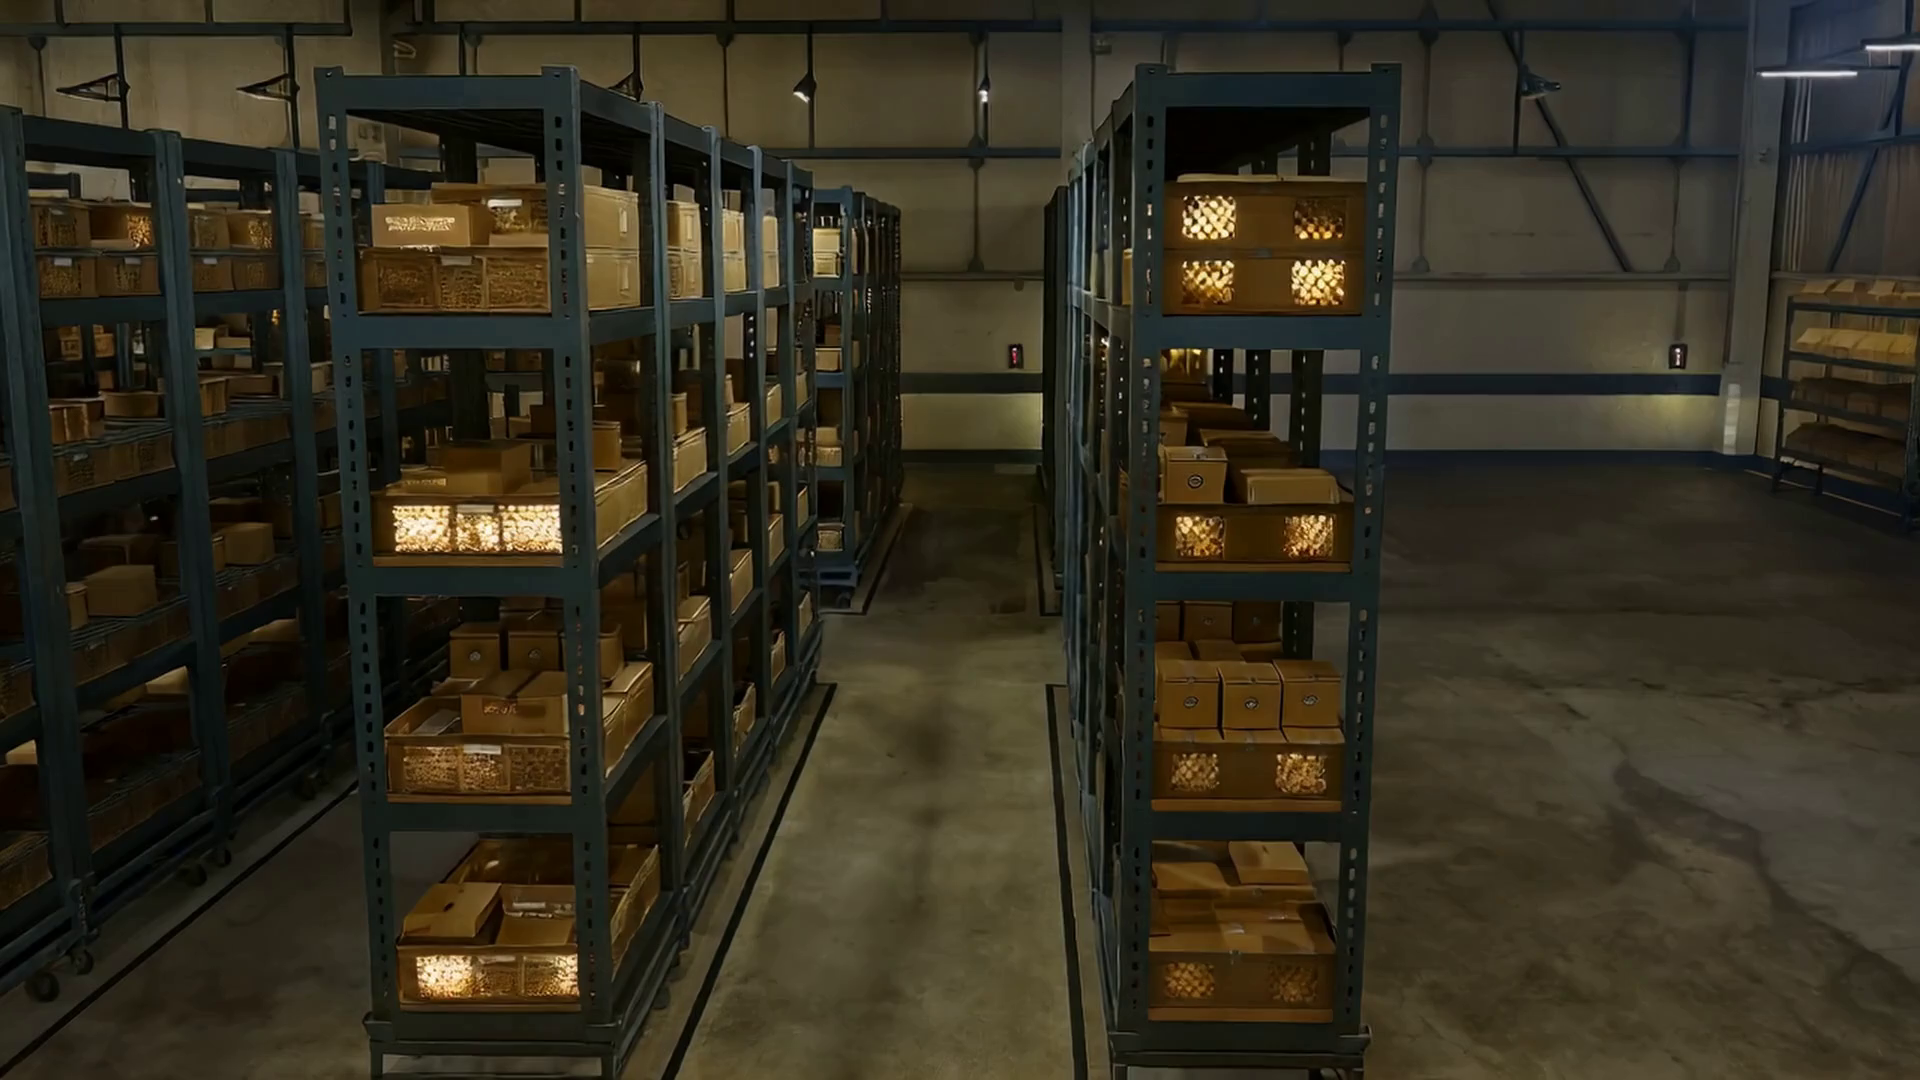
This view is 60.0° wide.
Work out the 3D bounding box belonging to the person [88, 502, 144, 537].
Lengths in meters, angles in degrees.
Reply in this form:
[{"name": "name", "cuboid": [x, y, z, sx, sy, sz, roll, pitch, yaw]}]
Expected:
[{"name": "person", "cuboid": [-6.309, -0.029, 12.713, 0.851, 1.809, 0.591, 1, 10, 7]}]
